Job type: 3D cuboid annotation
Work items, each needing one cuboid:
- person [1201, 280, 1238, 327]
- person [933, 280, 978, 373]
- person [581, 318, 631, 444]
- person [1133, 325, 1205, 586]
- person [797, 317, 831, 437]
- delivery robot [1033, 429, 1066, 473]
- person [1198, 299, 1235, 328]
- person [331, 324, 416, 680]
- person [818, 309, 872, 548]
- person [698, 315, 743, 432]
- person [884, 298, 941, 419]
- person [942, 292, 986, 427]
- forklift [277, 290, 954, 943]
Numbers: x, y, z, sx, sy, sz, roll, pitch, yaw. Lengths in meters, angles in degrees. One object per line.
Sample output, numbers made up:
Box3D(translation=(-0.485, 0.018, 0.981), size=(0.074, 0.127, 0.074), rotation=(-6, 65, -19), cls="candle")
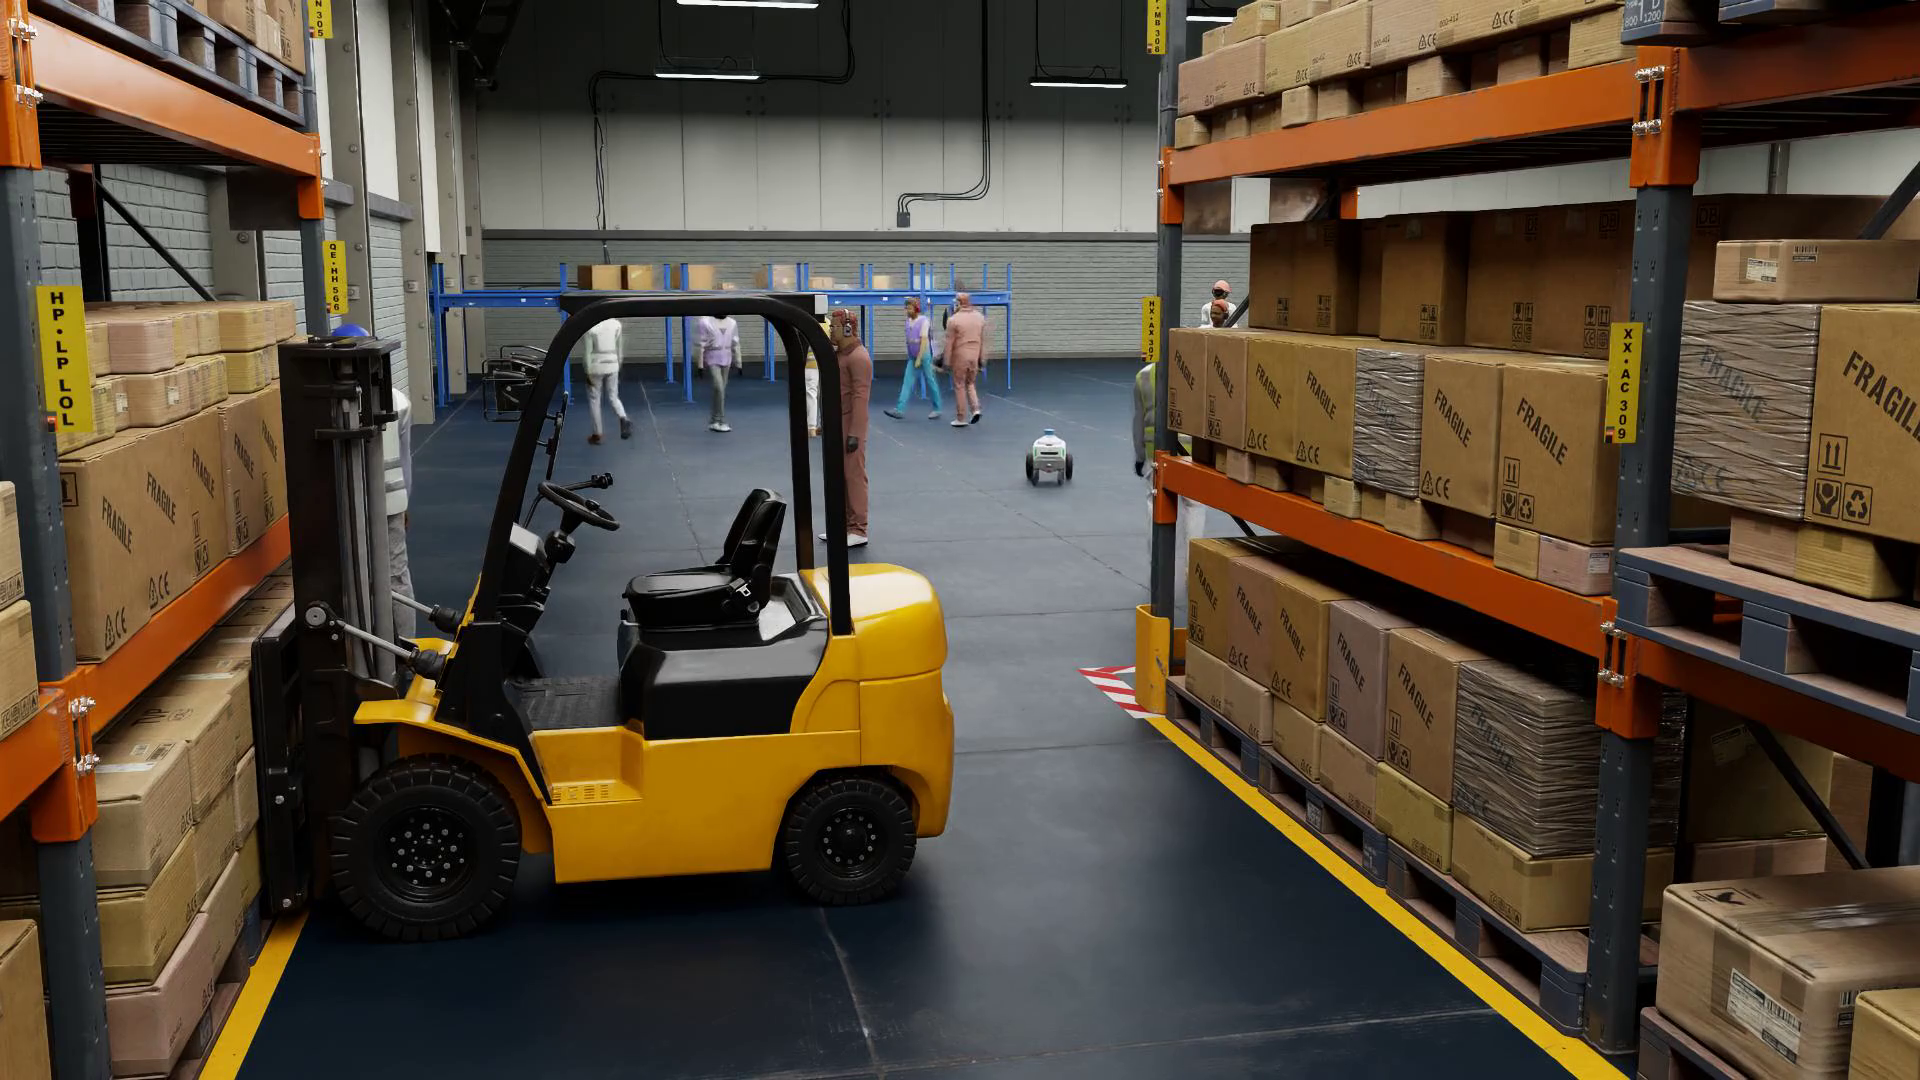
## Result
Box3D(translation=(4.178, -3.148, 26.738), size=(0.607, 2.040, 0.378), rotation=(5, 11, 30), cls="person")
Box3D(translation=(-0.073, -4.593, 35.675), size=(1.032, 2.000, 0.699), rotation=(4, 10, 24), cls="person")
Box3D(translation=(-4.508, -2.176, 21.125), size=(0.606, 1.933, 0.663), rotation=(-8, 12, -41), cls="person")
Box3D(translation=(1.543, -0.600, 11.811), size=(0.635, 1.842, 0.430), rotation=(4, 10, 25), cls="person")
Box3D(translation=(-1.968, -2.315, 22.264), size=(0.429, 1.844, 0.627), rotation=(7, 11, 35), cls="person")
Box3D(translation=(0.943, -0.924, 17.541), size=(0.477, 0.478, 0.707), rotation=(1, 9, 3), cls="delivery robot")
Box3D(translation=(2.948, -1.807, 19.040), size=(0.575, 1.883, 0.362), rotation=(2, 10, 14), cls="person")
Box3D(translation=(-3.189, -0.176, 8.903), size=(0.406, 1.946, 0.608), rotation=(5, 11, 28), cls="person")
Box3D(translation=(-0.937, -0.907, 13.483), size=(0.410, 1.908, 0.643), rotation=(-4, 10, -21), cls="person")
Box3D(translation=(-3.217, -2.408, 22.657), size=(0.605, 1.890, 0.837), rotation=(-8, 12, -40), cls="person")
Box3D(translation=(-0.646, -2.664, 24.558), size=(0.989, 1.776, 0.601), rotation=(-8, 12, -39), cls="person")
Box3D(translation=(0.038, -2.544, 23.476), size=(0.678, 1.894, 0.418), rotation=(-7, 12, -36), cls="person")
Box3D(translation=(-1.179, 0.175, 6.143), size=(2.313, 2.155, 1.214), rotation=(-2, 10, -12), cls="forklift")
